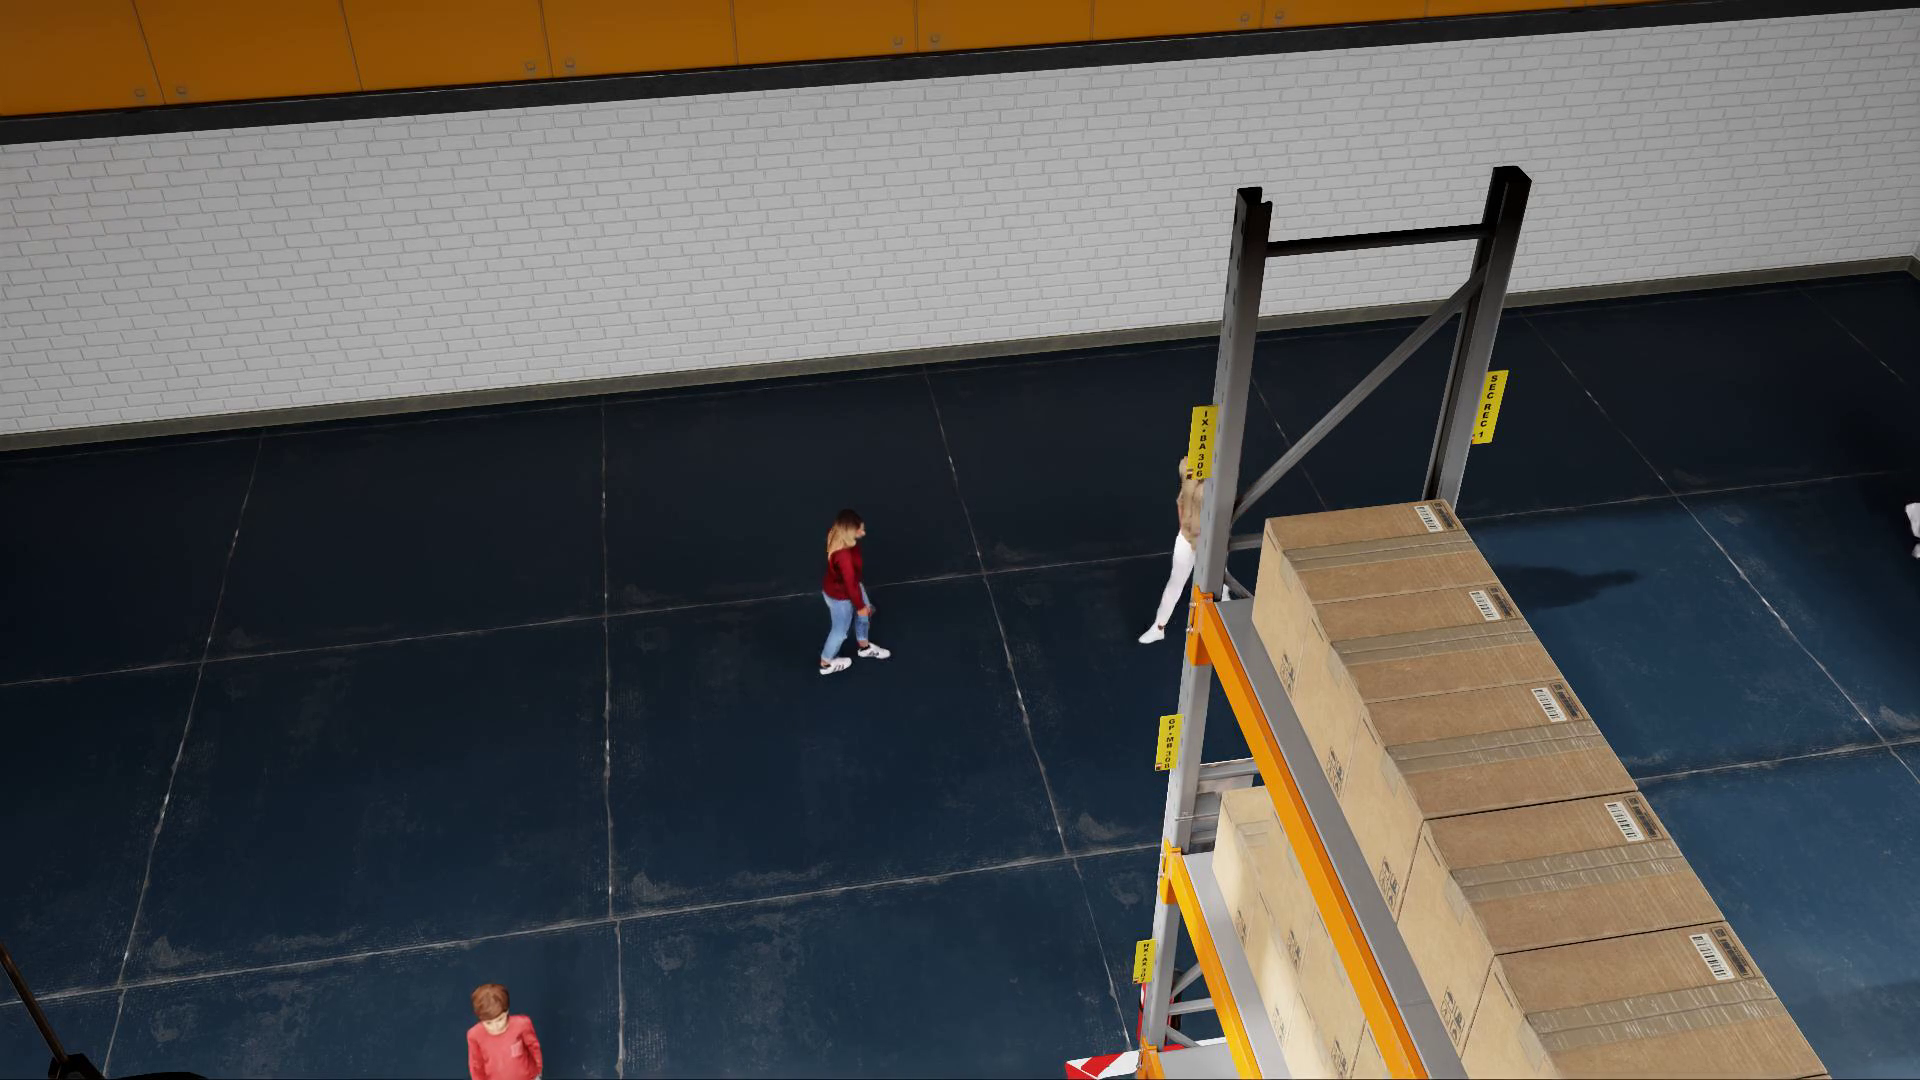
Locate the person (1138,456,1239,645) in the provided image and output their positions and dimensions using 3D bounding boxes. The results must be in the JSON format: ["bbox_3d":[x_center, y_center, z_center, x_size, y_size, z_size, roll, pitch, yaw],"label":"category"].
[{"bbox_3d":[1.864,-0.046,12.321,1.175,1.793,1.203,-31,48,-33],"label":"person"}]

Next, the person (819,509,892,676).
[{"bbox_3d":[-0.880,0.367,11.966,0.759,1.591,0.732,-10,40,-13],"label":"person"}]

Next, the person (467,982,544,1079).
[{"bbox_3d":[-2.448,2.840,9.034,0.524,1.386,0.914,-7,39,-9],"label":"person"}]
